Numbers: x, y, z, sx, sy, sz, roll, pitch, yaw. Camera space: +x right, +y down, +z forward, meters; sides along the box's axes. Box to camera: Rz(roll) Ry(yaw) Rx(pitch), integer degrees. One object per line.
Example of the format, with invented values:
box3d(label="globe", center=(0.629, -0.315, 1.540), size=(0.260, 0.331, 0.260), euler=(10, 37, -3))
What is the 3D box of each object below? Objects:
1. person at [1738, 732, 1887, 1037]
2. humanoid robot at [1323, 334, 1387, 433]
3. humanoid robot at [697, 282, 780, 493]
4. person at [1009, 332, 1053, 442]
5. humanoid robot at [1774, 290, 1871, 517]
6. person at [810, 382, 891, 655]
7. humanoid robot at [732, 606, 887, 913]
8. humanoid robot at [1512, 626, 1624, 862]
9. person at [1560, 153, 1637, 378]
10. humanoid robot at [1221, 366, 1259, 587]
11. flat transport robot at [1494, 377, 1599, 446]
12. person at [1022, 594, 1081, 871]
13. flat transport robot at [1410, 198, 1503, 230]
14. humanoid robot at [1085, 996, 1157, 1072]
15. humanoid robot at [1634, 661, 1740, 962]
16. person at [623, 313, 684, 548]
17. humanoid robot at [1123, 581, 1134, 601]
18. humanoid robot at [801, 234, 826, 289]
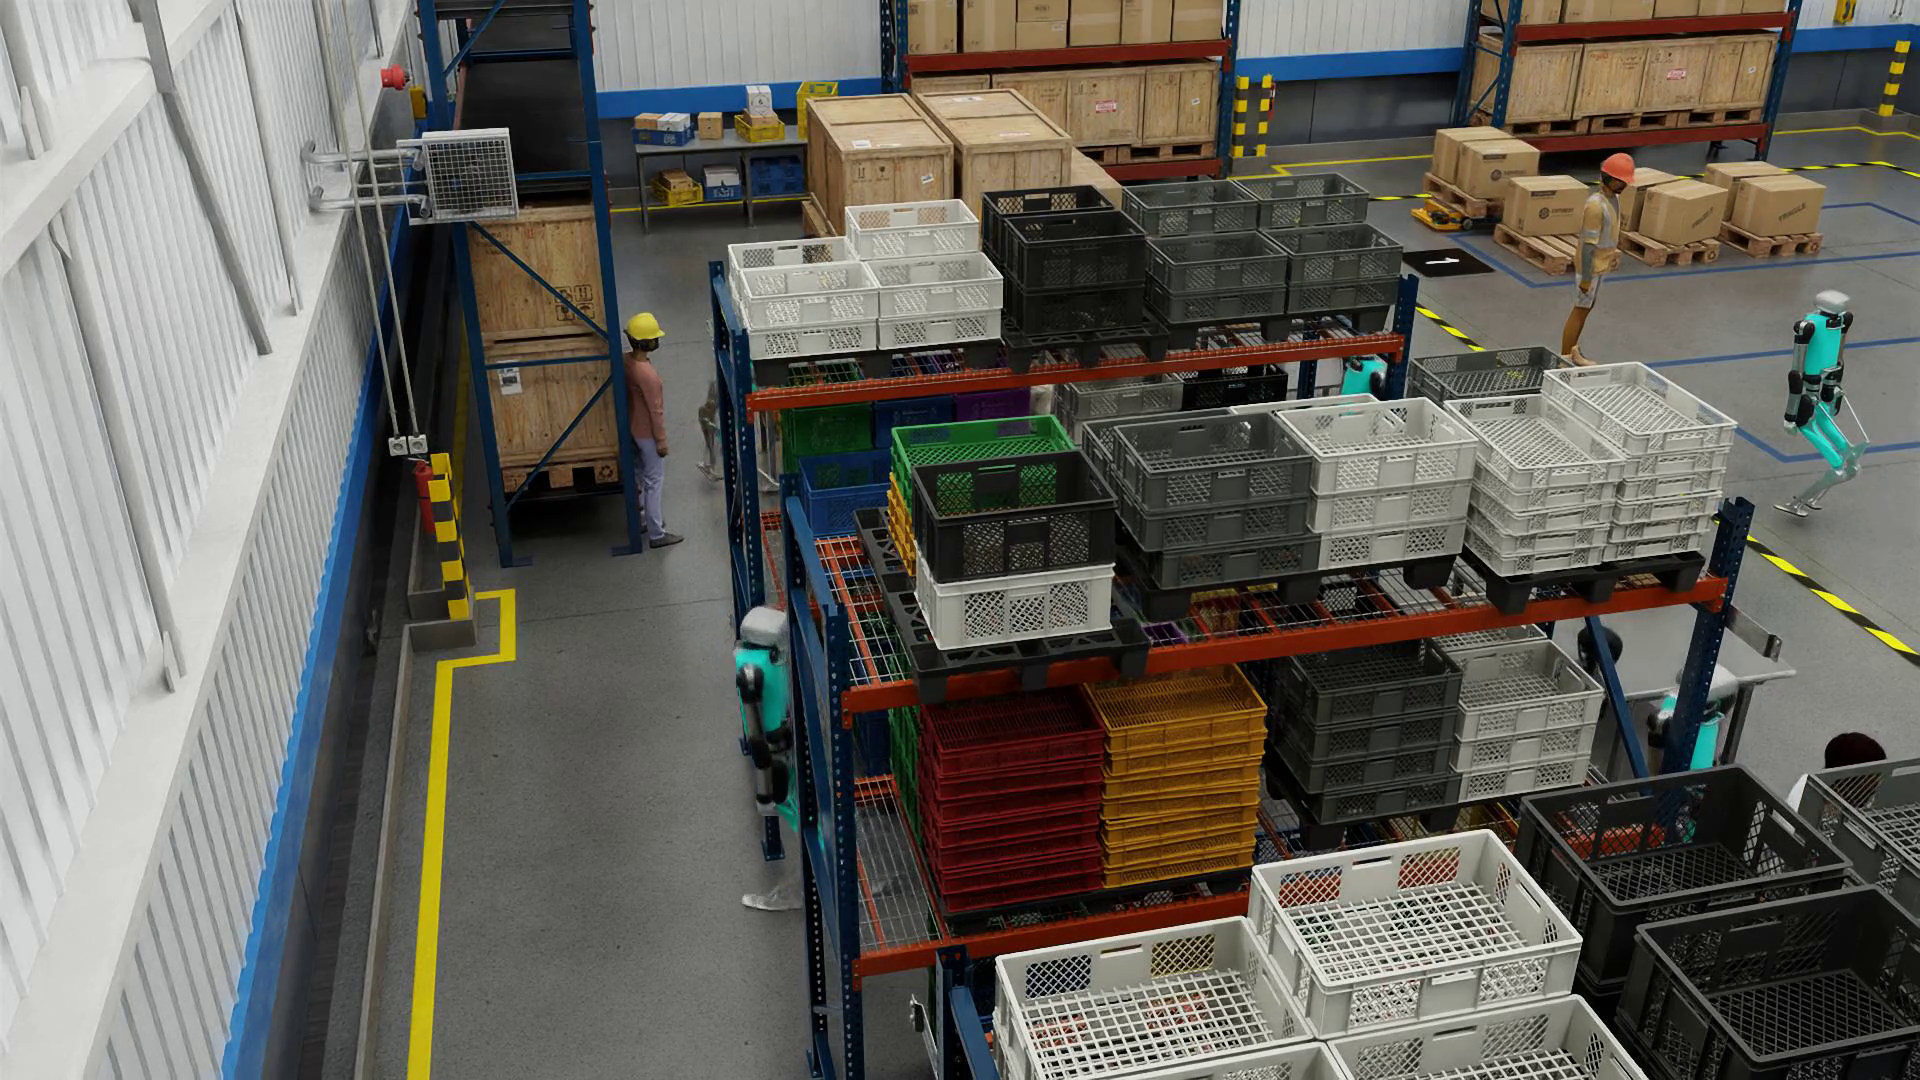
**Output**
box3d(label="person", center=(3.594, 1.636, 7.185), size=(0.408, 1.912, 0.600), euler=(13, 30, 23))
box3d(label="humanoid robot", center=(2.491, -0.526, 11.572), size=(0.778, 1.883, 0.533), euler=(-7, 29, -12))
box3d(label="humanoid robot", center=(-1.779, -1.147, 12.697), size=(1.016, 1.746, 0.530), euler=(10, 30, 19))
box3d(label="person", center=(0.433, -0.632, 11.571), size=(0.507, 1.837, 0.334), euler=(22, 35, 36))
box3d(label="humanoid robot", center=(6.365, -0.936, 12.107), size=(0.533, 1.673, 0.735), euler=(-14, 31, -25))
box3d(label="person", center=(-0.683, -0.117, 10.502), size=(0.729, 1.908, 0.545), euler=(-11, 30, -20))
box3d(label="humanoid robot", center=(-0.695, 1.171, 8.323), size=(0.879, 1.823, 0.531), euler=(2, 28, 3))
box3d(label="humanoid robot", center=(3.000, 1.117, 8.437), size=(0.463, 1.631, 0.596), euler=(11, 30, 20))
box3d(label="person", center=(5.658, -2.427, 14.761), size=(0.394, 2.031, 0.613), euler=(17, 32, 28))
box3d(label="humanoid robot", center=(2.081, -0.329, 11.154), size=(0.785, 1.829, 0.532), euler=(-3, 28, -6))
box3d(label="flat transport robot", center=(4.780, -1.036, 14.013), size=(0.659, 0.231, 1.431), euler=(-6, 28, -12))
box3d(label="person", center=(0.612, 0.921, 8.632), size=(0.590, 1.824, 0.628), euler=(-9, 29, -16))
box3d(label="flat transport robot", center=(6.022, -3.821, 19.267), size=(1.431, 0.197, 0.652), euler=(-6, 28, -12))
box3d(label="humanoid robot", center=(0.577, 2.284, 6.259), size=(0.776, 1.634, 0.587), euler=(-8, 29, -14))
box3d(label="humanoid robot", center=(3.464, 1.431, 7.741), size=(0.535, 1.770, 0.747), euler=(-18, 33, -30))
box3d(label="person", center=(-2.232, -0.790, 11.946), size=(0.334, 1.762, 0.521), euler=(-17, 32, -29))
box3d(label="humanoid robot", center=(1.073, -0.090, 10.718), size=(0.337, 1.660, 0.585), euler=(2, 28, 5))
box3d(label="humanoid robot", center=(-1.339, -1.753, 13.866), size=(0.471, 1.643, 0.614), euler=(-13, 30, -23))
